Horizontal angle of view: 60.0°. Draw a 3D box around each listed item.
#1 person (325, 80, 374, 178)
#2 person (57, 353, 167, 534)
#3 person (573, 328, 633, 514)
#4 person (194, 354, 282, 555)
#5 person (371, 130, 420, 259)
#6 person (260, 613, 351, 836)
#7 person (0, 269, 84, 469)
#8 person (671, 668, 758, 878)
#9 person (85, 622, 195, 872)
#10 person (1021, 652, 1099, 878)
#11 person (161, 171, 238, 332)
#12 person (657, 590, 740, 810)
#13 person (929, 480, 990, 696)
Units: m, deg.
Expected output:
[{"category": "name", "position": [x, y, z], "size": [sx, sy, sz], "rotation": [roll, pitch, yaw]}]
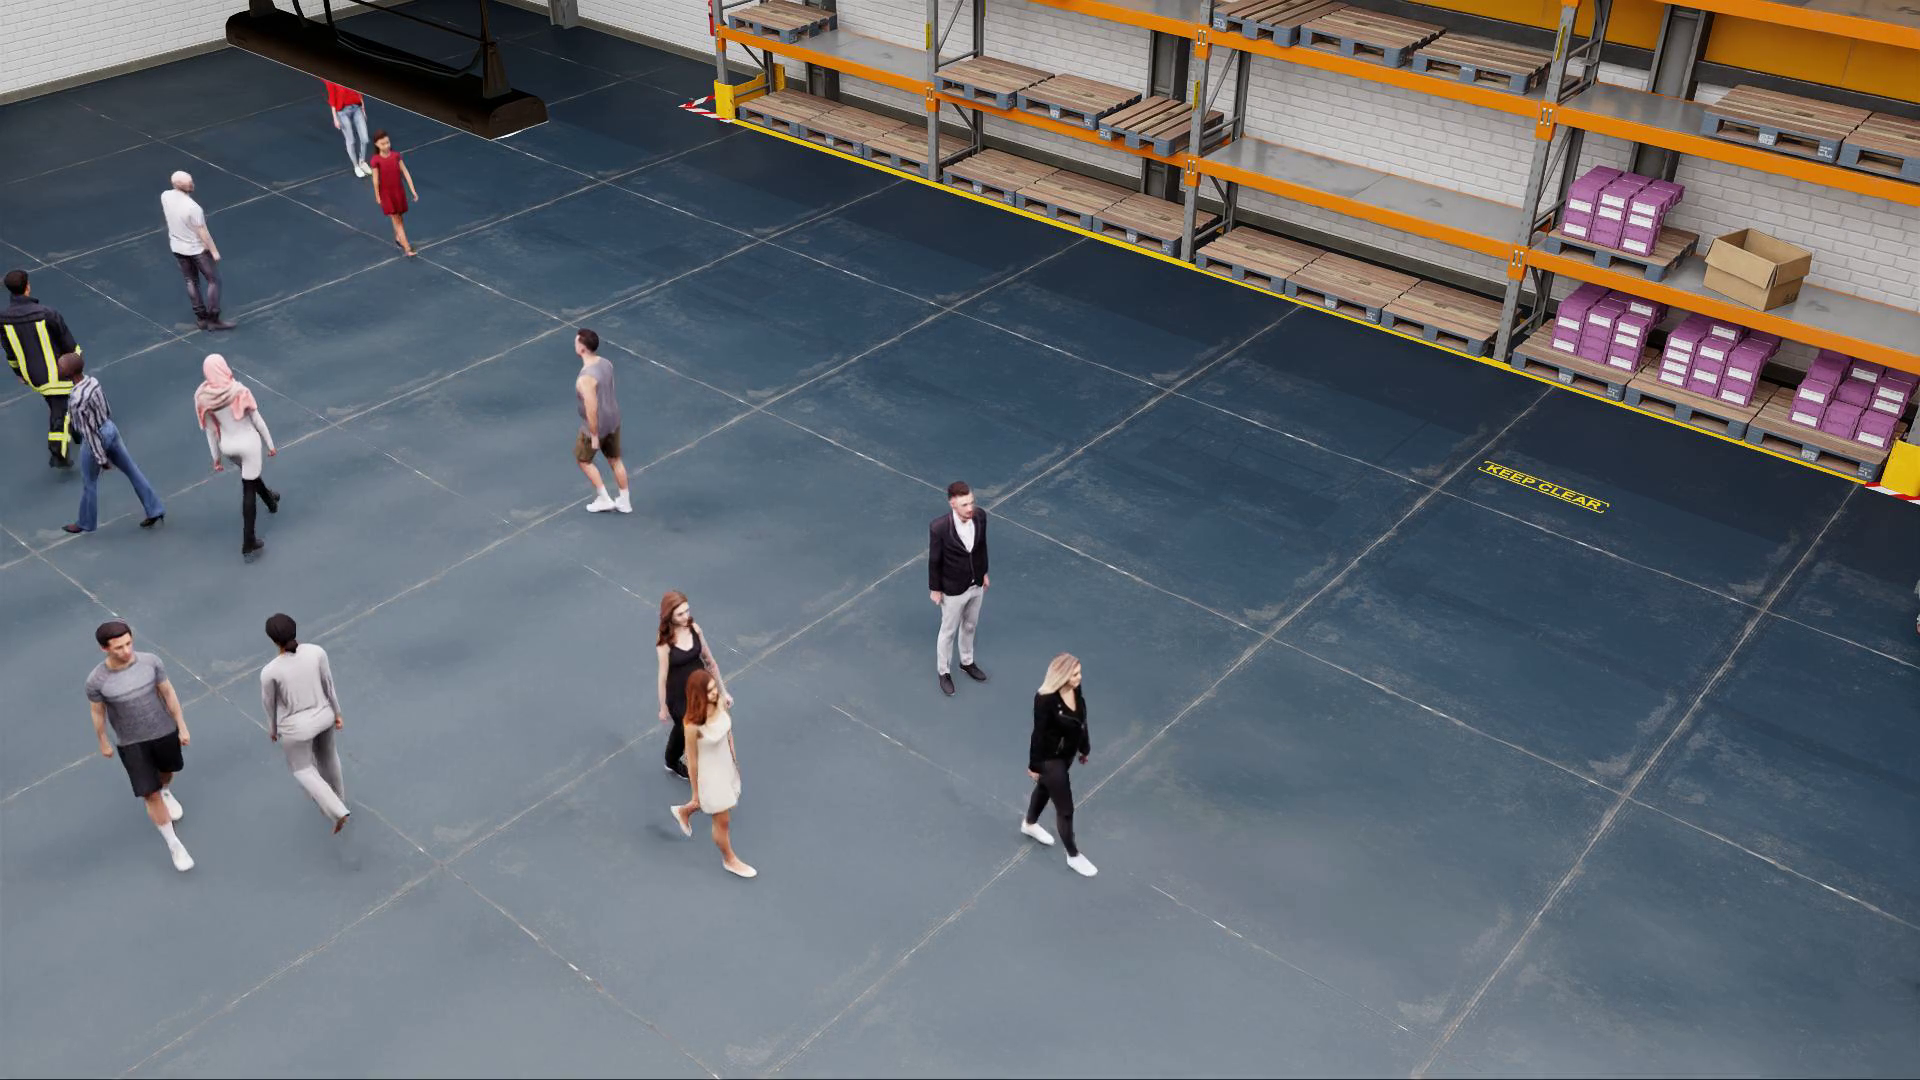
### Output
[{"category": "person", "position": [-8.021, -5.585, 21.760], "size": [0.682, 1.690, 0.655], "rotation": [-25, 41, -33]}, {"category": "person", "position": [-7.397, -0.830, 14.547], "size": [1.128, 1.757, 1.075], "rotation": [-3, 34, -5]}, {"category": "person", "position": [-3.126, -1.013, 14.824], "size": [0.798, 1.829, 0.751], "rotation": [12, 35, 17]}, {"category": "person", "position": [-6.236, -0.710, 14.379], "size": [1.222, 1.743, 1.277], "rotation": [-2, 34, -3]}, {"category": "person", "position": [-6.766, -4.148, 19.762], "size": [0.624, 1.509, 1.044], "rotation": [-28, 43, -35]}, {"category": "person", "position": [-4.446, 1.288, 11.397], "size": [0.656, 1.716, 0.898], "rotation": [-28, 43, -35]}, {"category": "person", "position": [-8.542, -1.559, 15.523], "size": [1.290, 1.890, 1.299], "rotation": [0, 34, 0]}, {"category": "person", "position": [-1.708, 1.512, 11.074], "size": [0.989, 1.700, 0.672], "rotation": [18, 38, 25]}, {"category": "person", "position": [-5.566, 1.273, 11.321], "size": [0.823, 1.825, 1.229], "rotation": [-25, 41, -32]}, {"category": "person", "position": [0.572, 1.422, 11.245], "size": [0.915, 1.661, 0.619], "rotation": [25, 41, 32]}, {"category": "person", "position": [-8.326, -3.142, 17.982], "size": [0.677, 1.804, 0.856], "rotation": [4, 34, 6]}, {"category": "person", "position": [-1.990, 1.059, 11.751], "size": [1.034, 1.706, 0.651], "rotation": [20, 39, 28]}, {"category": "person", "position": [0.004, 0.326, 12.731], "size": [0.728, 1.842, 0.663], "rotation": [-19, 38, -26]}]
